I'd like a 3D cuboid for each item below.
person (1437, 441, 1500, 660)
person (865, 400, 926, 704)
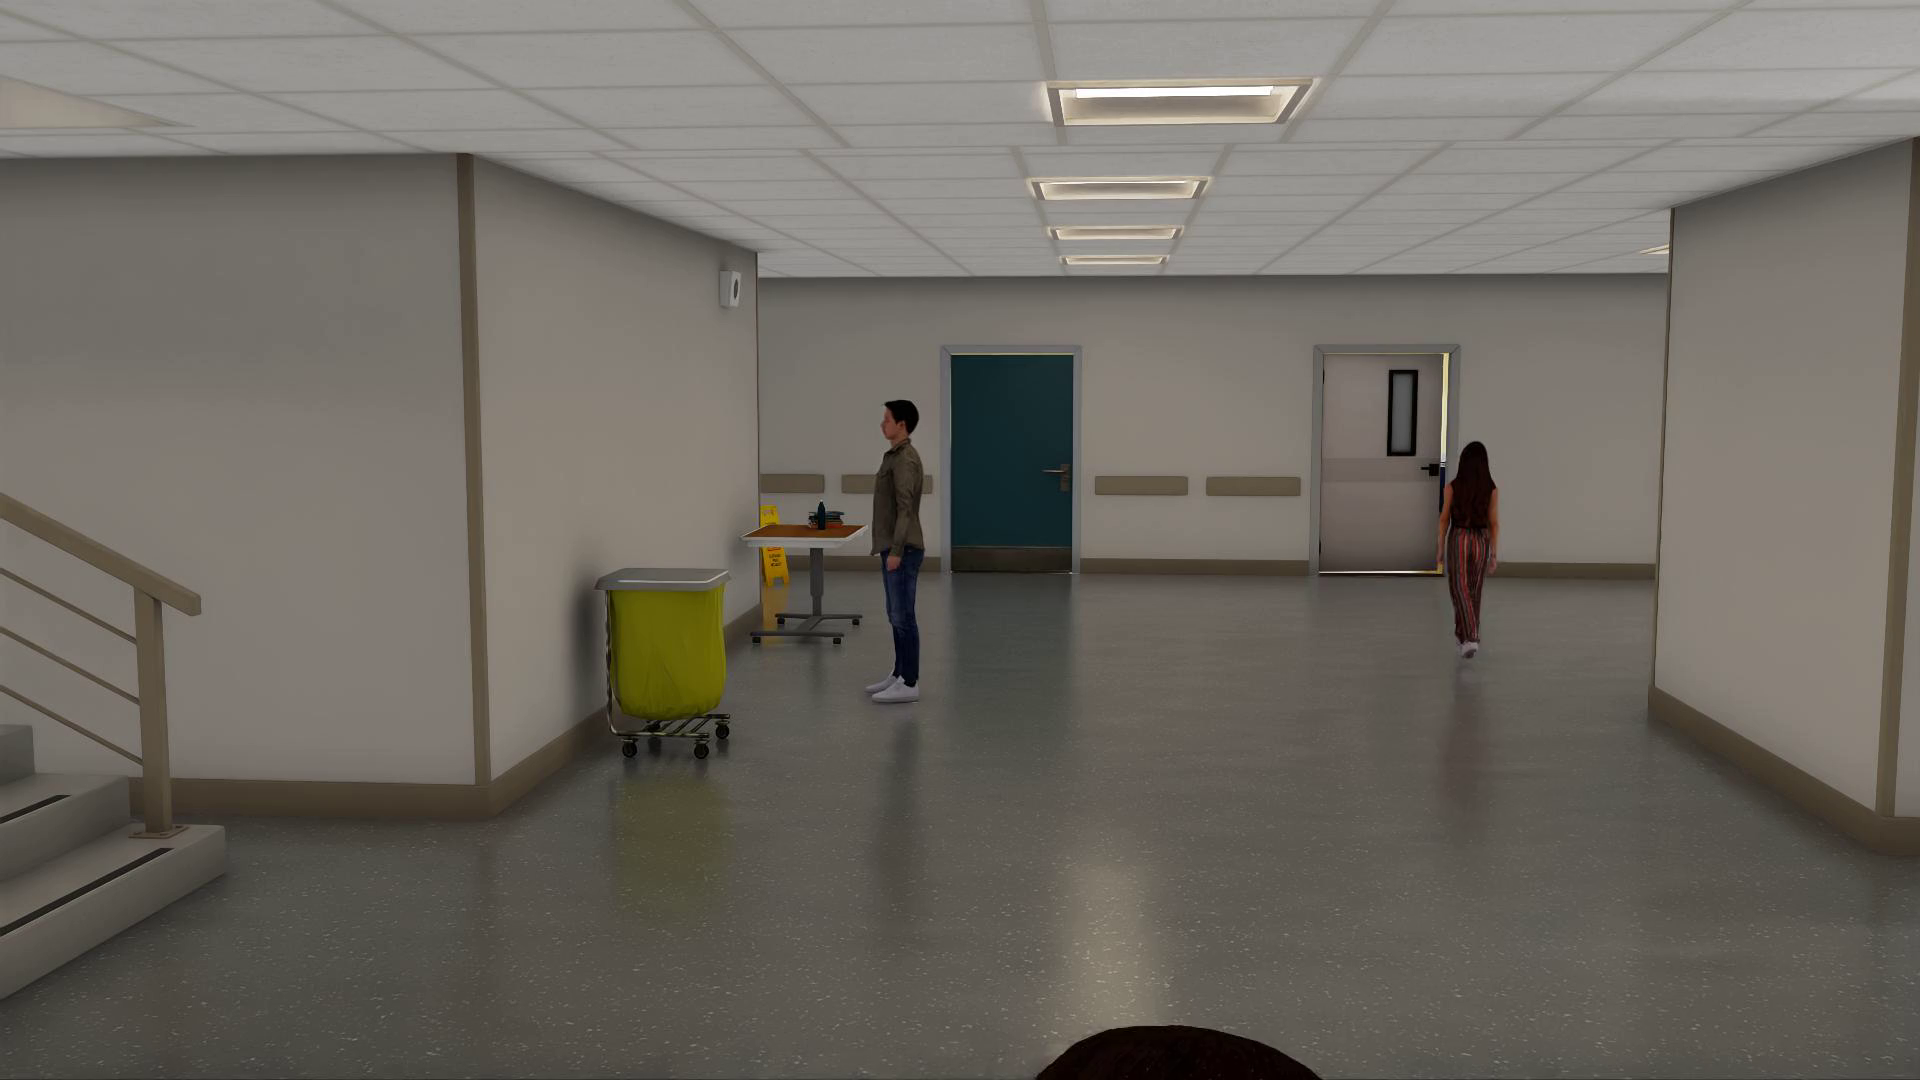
[{"bbox_3d":[3.572,0.094,11.677,0.988,1.530,0.596,0,6,4],"label":"person"},{"bbox_3d":[-0.363,0.062,10.308,0.685,1.868,0.758,-1,6,-9],"label":"person"}]
